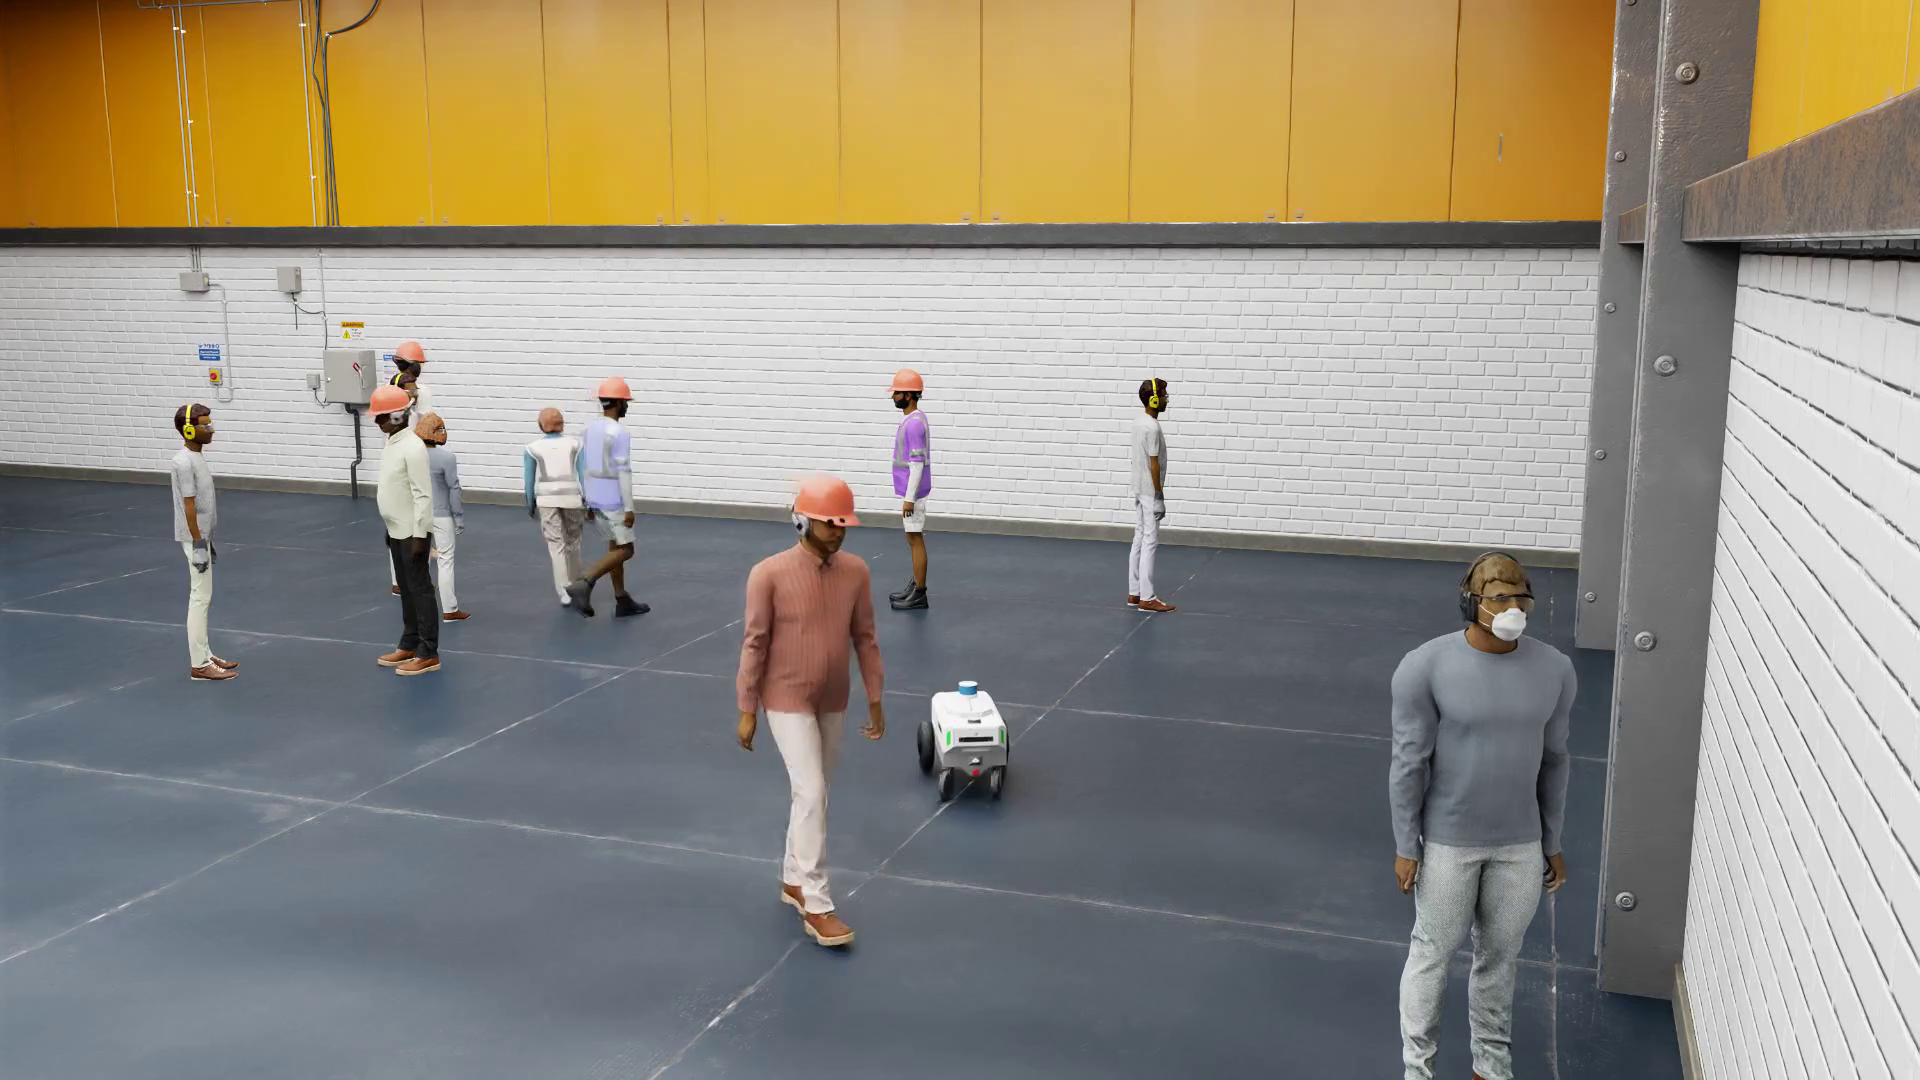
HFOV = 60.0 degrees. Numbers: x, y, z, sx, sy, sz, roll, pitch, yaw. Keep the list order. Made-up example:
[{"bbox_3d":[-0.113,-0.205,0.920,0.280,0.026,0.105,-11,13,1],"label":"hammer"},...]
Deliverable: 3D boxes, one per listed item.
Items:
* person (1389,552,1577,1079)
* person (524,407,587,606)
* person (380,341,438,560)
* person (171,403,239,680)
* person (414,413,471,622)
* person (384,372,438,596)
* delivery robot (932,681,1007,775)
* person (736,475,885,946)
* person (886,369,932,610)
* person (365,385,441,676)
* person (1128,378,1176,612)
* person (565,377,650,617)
[{"bbox_3d":[1.720,0.996,5.499,0.632,1.940,0.372,-2,10,-10],"label":"person"},{"bbox_3d":[-3.305,-0.293,13.674,0.529,1.597,0.819,-3,11,-18],"label":"person"},{"bbox_3d":[-5.068,-0.818,15.425,0.615,2.038,0.396,5,11,26],"label":"person"},{"bbox_3d":[-5.120,0.010,11.244,0.328,1.872,0.514,-4,11,-20],"label":"person"},{"bbox_3d":[-4.081,-0.171,12.930,0.505,1.633,0.279,3,11,17],"label":"person"},{"bbox_3d":[-4.626,-0.468,13.935,0.325,1.873,0.521,1,10,6],"label":"person"},{"bbox_3d":[0.044,1.012,9.041,0.477,0.478,0.707,-1,10,-7],"label":"delivery robot"},{"bbox_3d":[-0.553,0.710,7.043,0.633,1.959,0.829,-9,13,-41],"label":"person"},{"bbox_3d":[-0.410,-0.405,13.390,0.360,1.939,0.543,0,10,-2],"label":"person"},{"bbox_3d":[-3.804,-0.070,11.373,0.401,1.984,0.612,-7,12,-34],"label":"person"},{"bbox_3d":[1.533,-0.364,13.350,0.328,1.873,0.517,-2,10,-13],"label":"person"},{"bbox_3d":[-2.772,-0.311,12.930,0.666,1.910,0.550,-9,13,-41],"label":"person"}]
